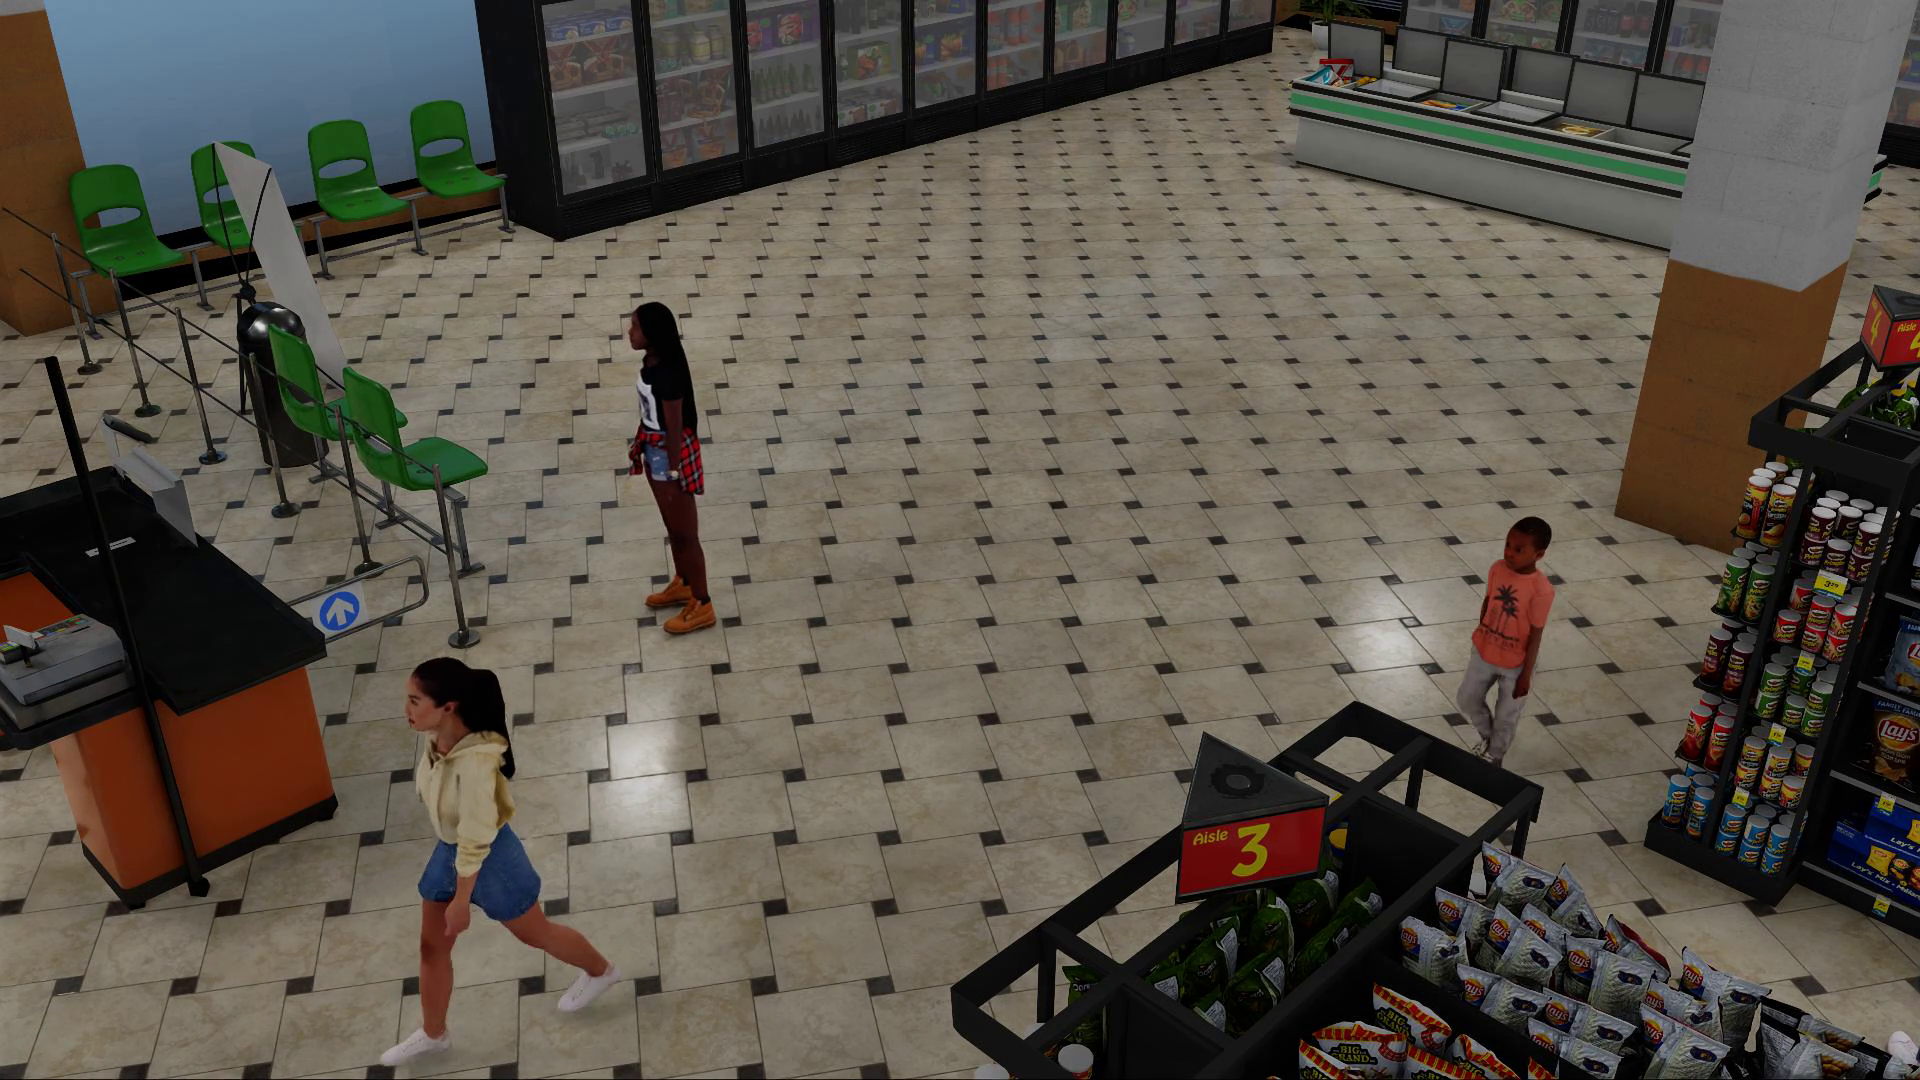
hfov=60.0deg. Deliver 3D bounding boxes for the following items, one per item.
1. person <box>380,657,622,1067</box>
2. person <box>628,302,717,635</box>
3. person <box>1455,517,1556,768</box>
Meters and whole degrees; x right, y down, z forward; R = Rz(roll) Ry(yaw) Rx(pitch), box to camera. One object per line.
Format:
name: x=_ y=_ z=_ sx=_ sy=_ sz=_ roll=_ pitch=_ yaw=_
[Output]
person: x=-1.572 y=1.105 z=5.756 sx=0.813 sy=1.593 sz=1.081 roll=-19 pitch=34 yaw=-31
person: x=-1.436 y=-0.372 z=8.324 sx=0.750 sy=1.724 sz=0.641 roll=-12 pitch=31 yaw=-21
person: x=2.412 y=0.470 z=7.221 sx=0.598 sy=1.304 sz=0.490 roll=-18 pitch=34 yaw=-30
